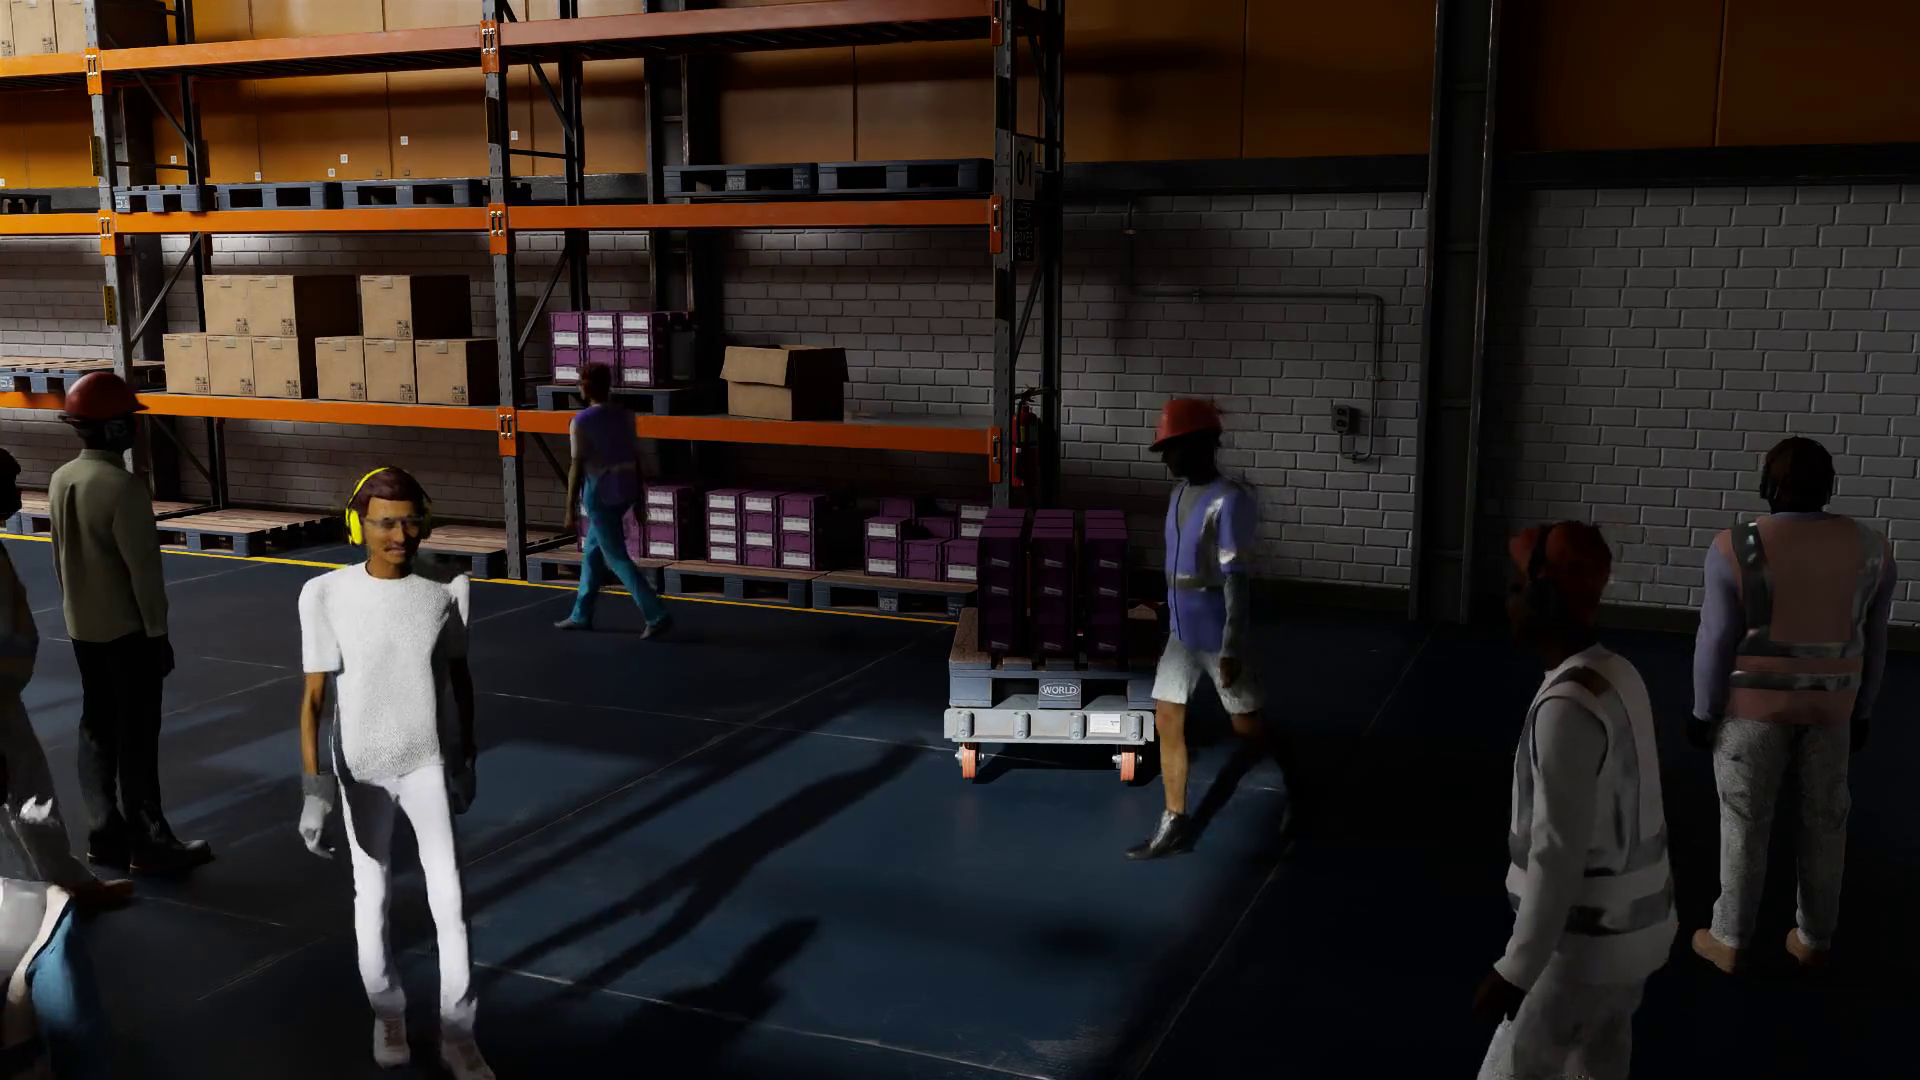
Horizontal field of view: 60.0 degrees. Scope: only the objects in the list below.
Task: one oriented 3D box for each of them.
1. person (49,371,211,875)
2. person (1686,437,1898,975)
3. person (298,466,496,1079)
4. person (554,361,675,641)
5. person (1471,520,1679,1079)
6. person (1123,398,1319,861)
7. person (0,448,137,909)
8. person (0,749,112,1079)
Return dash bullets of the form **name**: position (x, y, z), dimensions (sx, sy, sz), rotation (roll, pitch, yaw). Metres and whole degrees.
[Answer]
- **person**: position (-3.340, 0.332, 6.613), dimensions (0.612, 1.997, 0.375), rotation (6, 11, 31)
- **person**: position (2.787, 0.570, 5.653), dimensions (0.621, 1.845, 0.429), rotation (1, 9, 4)
- **person**: position (-1.643, 0.711, 4.828), dimensions (0.541, 1.842, 0.761), rotation (-5, 11, -26)
- **person**: position (-2.242, -0.249, 10.695), dimensions (0.956, 1.801, 0.575), rotation (4, 10, 23)
- **person**: position (1.369, 0.887, 3.688), dimensions (0.431, 1.863, 0.608), rotation (5, 11, 29)
- **person**: position (1.105, 0.358, 6.837), dimensions (0.918, 1.895, 0.573), rotation (-5, 11, -27)
- **person**: position (-3.585, 0.551, 5.925), dimensions (0.973, 1.798, 0.657), rotation (-4, 10, -25)
- **person**: position (-1.807, 1.142, 2.971), dimensions (0.516, 1.598, 0.866), rotation (-1, 10, -8)
